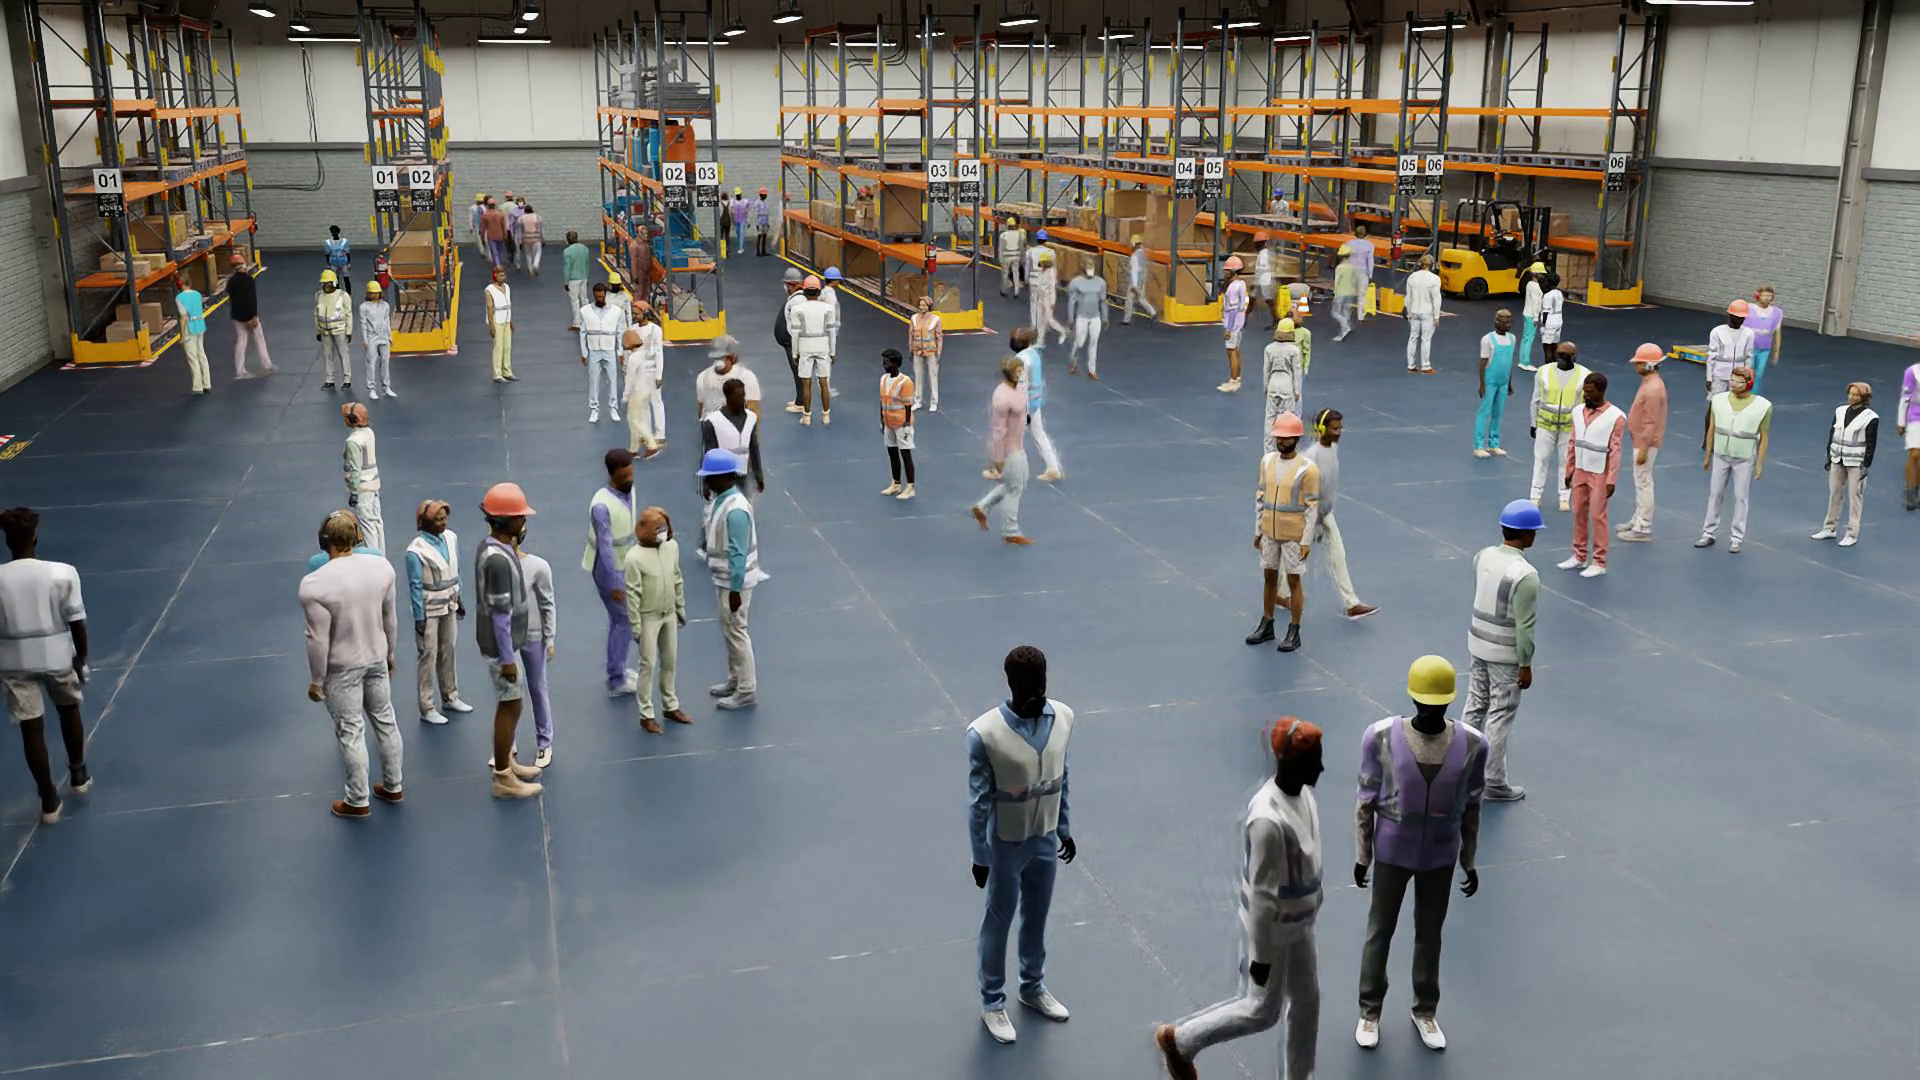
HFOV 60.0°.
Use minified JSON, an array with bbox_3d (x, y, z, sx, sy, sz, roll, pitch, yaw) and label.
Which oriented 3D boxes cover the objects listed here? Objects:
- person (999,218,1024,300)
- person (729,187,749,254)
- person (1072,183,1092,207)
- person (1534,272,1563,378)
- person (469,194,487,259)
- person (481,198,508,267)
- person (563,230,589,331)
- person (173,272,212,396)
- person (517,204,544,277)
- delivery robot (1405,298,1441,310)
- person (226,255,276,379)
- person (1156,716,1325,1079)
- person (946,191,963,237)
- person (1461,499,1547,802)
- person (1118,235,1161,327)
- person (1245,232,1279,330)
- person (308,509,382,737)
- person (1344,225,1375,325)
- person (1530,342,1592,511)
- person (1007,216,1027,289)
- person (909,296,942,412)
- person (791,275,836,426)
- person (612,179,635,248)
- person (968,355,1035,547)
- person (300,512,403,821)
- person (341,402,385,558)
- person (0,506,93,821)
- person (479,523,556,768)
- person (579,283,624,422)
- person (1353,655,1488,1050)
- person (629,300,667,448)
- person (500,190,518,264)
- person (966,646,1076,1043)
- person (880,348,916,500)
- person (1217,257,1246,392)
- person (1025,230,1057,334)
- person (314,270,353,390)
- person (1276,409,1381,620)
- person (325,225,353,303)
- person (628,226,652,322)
[{"bbox_3d":[1.137,-6.244,36.959,0.608,1.780,0.954,-3,15,-13],"label":"person"},{"bbox_3d":[-6.344,-9.190,47.822,0.601,1.890,0.955,1,15,3],"label":"person"},{"bbox_3d":[3.645,-9.777,50.013,0.655,1.893,0.757,3,15,12],"label":"person"},{"bbox_3d":[9.377,-3.401,26.411,0.322,1.690,0.532,13,20,40],"label":"person"},{"bbox_3d":[-13.313,-8.720,46.256,0.586,1.782,0.930,-10,18,-34],"label":"person"},{"bbox_3d":[-11.617,-7.544,41.543,0.622,1.937,1.048,-9,17,-30],"label":"person"},{"bbox_3d":[-7.327,-4.952,31.793,0.380,1.929,0.635,9,17,31],"label":"person"},{"bbox_3d":[-11.505,-3.086,24.927,0.374,1.840,0.568,2,15,6],"label":"person"},{"bbox_3d":[-10.651,-7.430,41.313,0.643,1.823,0.562,-2,15,-6],"label":"person"},{"bbox_3d":[9.307,-4.739,33.439,0.707,0.478,0.477,4,15,15],"label":"delivery robot"},{"bbox_3d":[-11.357,-3.569,26.576,0.684,1.927,0.915,5,16,18],"label":"person"},{"bbox_3d":[1.303,1.629,7.170,0.796,1.861,0.583,8,17,27],"label":"person"},{"bbox_3d":[-0.128,-10.003,51.437,0.524,1.593,0.811,7,16,24],"label":"person"},{"bbox_3d":[3.449,0.691,10.546,0.426,1.937,0.604,-4,15,-14],"label":"person"},{"bbox_3d":[3.517,-5.030,32.345,0.794,1.798,0.594,8,17,27],"label":"person"},{"bbox_3d":[5.716,-4.958,31.916,1.028,1.869,0.552,0,15,2],"label":"person"},{"bbox_3d":[-4.206,0.587,11.506,0.507,1.633,0.276,-8,17,-28],"label":"person"},{"bbox_3d":[7.854,-5.229,32.835,0.626,1.932,0.372,10,18,32],"label":"person"},{"bbox_3d":[6.461,-1.226,17.942,0.619,1.839,0.430,6,16,21],"label":"person"},{"bbox_3d":[1.313,-6.729,38.929,0.535,1.691,0.319,7,16,24],"label":"person"},{"bbox_3d":[-0.492,-2.648,23.670,0.511,1.641,0.308,6,16,21],"label":"person"},{"bbox_3d":[-1.995,-2.565,22.582,0.614,2.042,0.376,-4,15,-16],"label":"person"},{"bbox_3d":[-9.996,-9.738,49.583,0.688,2.000,0.536,-3,15,-13],"label":"person"},{"bbox_3d":[0.421,-0.892,16.508,0.623,1.926,0.631,4,15,15],"label":"person"},{"bbox_3d":[-3.730,0.772,10.227,0.375,1.940,0.627,11,18,35],"label":"person"},{"bbox_3d":[-5.553,-0.471,15.479,0.308,1.641,0.517,-1,15,-2],"label":"person"},{"bbox_3d":[-5.761,0.728,10.379,0.618,1.933,0.802,-8,17,-26],"label":"person"},{"bbox_3d":[-2.935,0.657,10.990,0.533,1.767,0.322,2,15,7],"label":"person"},{"bbox_3d":[-4.930,-2.590,22.927,0.589,1.915,0.393,-4,15,-13],"label":"person"},{"bbox_3d":[2.121,1.445,7.713,0.584,1.928,0.373,1,15,4],"label":"person"},{"bbox_3d":[-3.996,-2.114,21.212,0.575,1.880,0.355,11,18,35],"label":"person"},{"bbox_3d":[-12.026,-8.362,44.535,0.635,1.967,0.521,3,15,11],"label":"person"},{"bbox_3d":[0.288,1.406,7.879,0.597,1.918,0.379,-11,18,-35],"label":"person"},{"bbox_3d":[-0.702,-1.289,18.472,0.322,1.688,0.538,-12,19,-38],"label":"person"},{"bbox_3d":[4.115,-3.262,25.206,0.378,2.041,0.616,6,16,21],"label":"person"},{"bbox_3d":[1.532,-4.887,31.504,0.617,1.946,0.396,3,15,11],"label":"person"},{"bbox_3d":[-9.559,-3.196,25.362,0.586,1.833,0.403,2,15,6],"label":"person"},{"bbox_3d":[3.118,-0.205,14.127,0.981,1.813,0.556,13,20,40],"label":"person"},{"bbox_3d":[-13.519,-6.000,36.192,0.535,1.690,0.320,-2,15,-9],"label":"person"},{"bbox_3d":[-6.315,-5.286,33.114,0.400,1.900,0.647,5,16,18],"label":"person"}]
